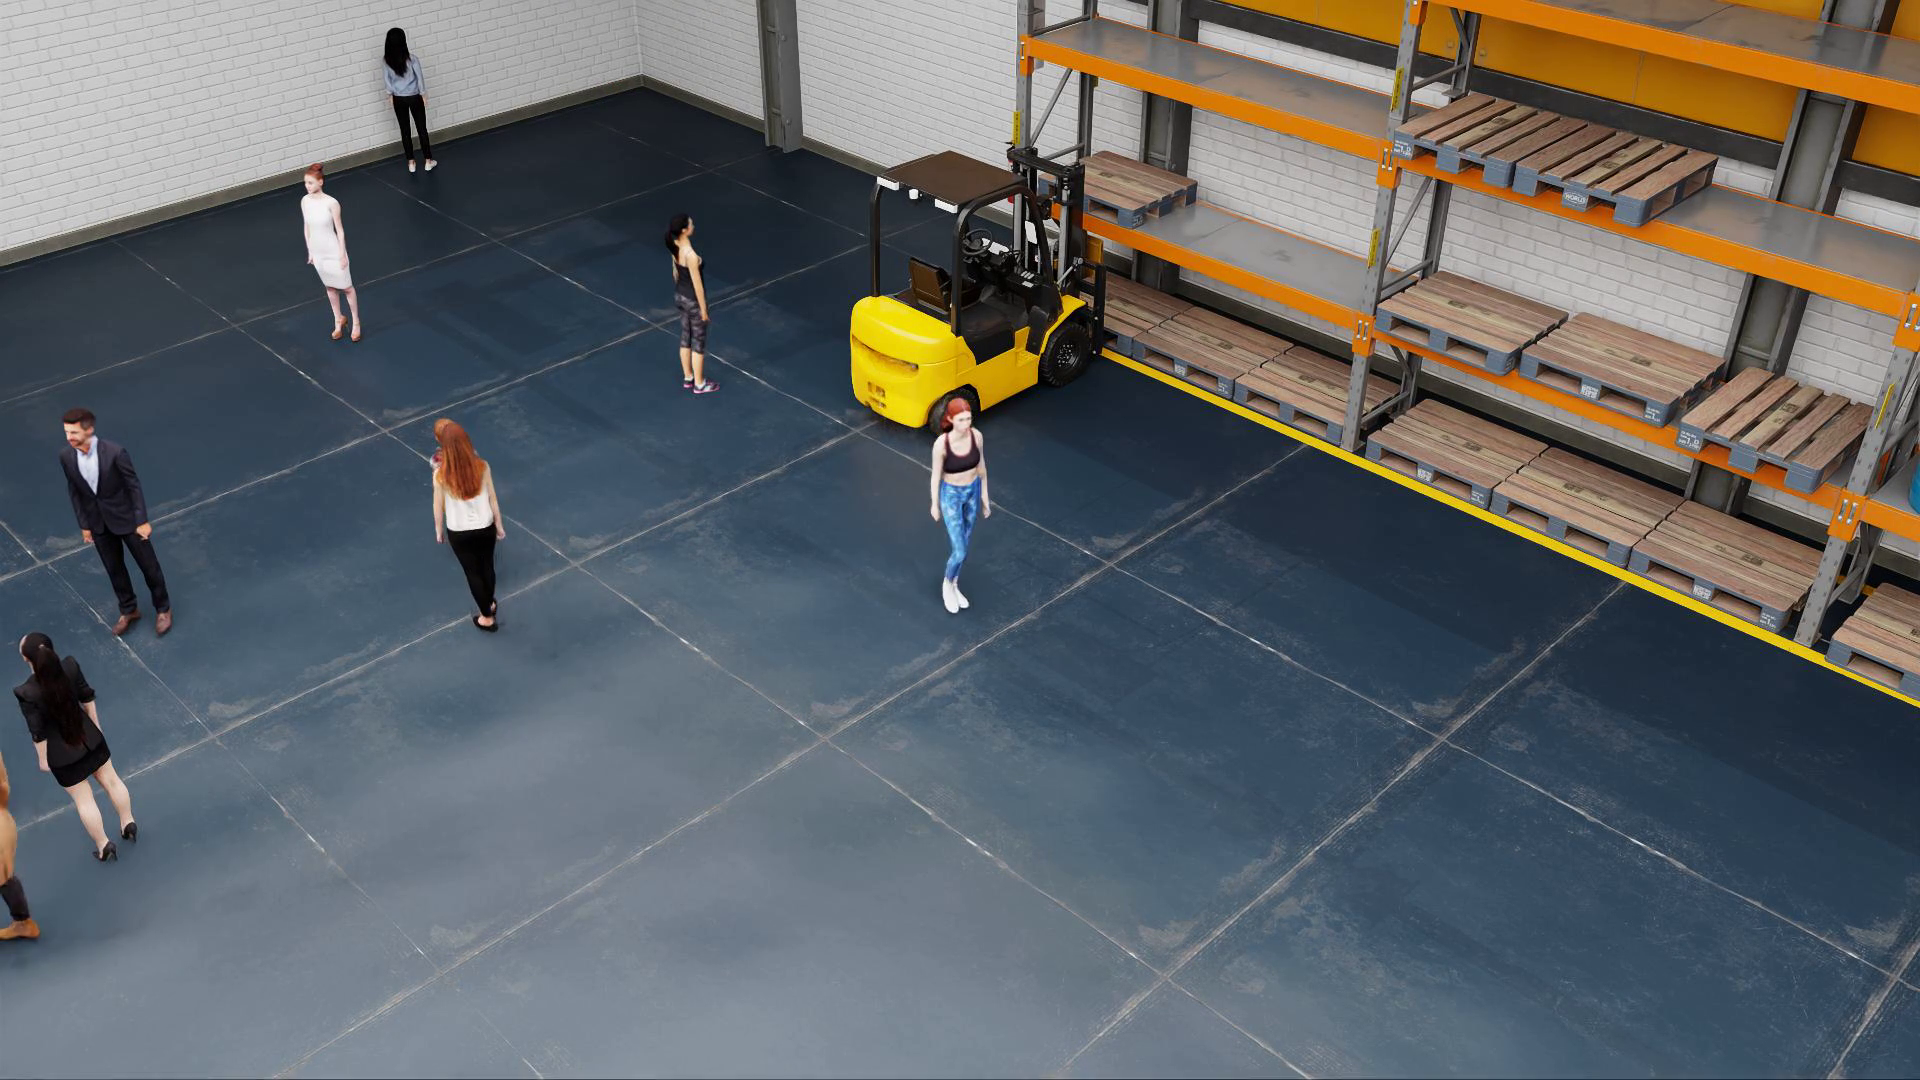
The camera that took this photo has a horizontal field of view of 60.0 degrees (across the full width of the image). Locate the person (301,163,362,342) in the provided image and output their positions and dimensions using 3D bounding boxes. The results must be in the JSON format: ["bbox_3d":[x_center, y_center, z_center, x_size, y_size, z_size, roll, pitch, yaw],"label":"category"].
[{"bbox_3d":[-6.053,-2.752,15.999,0.575,1.793,0.701,9,35,13],"label":"person"}]

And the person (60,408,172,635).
[{"bbox_3d":[-6.105,-0.146,12.014,0.732,1.863,0.777,-3,34,-4],"label":"person"}]

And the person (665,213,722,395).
[{"bbox_3d":[-2.476,-2.163,15.169,0.640,1.730,0.501,-25,41,-32],"label":"person"}]

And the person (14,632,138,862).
[{"bbox_3d":[-5.356,1.244,10.073,0.633,1.696,0.655,16,37,23],"label":"person"}]

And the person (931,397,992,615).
[{"bbox_3d":[-0.041,-0.296,12.321,0.621,1.773,0.699,-20,38,-27],"label":"person"}]

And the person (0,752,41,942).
[{"bbox_3d":[-5.507,1.678,9.438,0.772,1.677,0.804,8,35,12],"label":"person"}]

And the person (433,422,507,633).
[{"bbox_3d":[-3.514,-0.068,12.035,0.751,1.710,0.794,-16,37,-22],"label":"person"}]

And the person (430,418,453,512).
[{"bbox_3d":[-3.829,-0.334,12.818,0.675,1.286,0.922,-17,37,-24],"label":"person"}]

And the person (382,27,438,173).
[{"bbox_3d":[-6.592,-5.256,19.840,0.691,1.710,0.725,-5,34,-7],"label":"person"}]
